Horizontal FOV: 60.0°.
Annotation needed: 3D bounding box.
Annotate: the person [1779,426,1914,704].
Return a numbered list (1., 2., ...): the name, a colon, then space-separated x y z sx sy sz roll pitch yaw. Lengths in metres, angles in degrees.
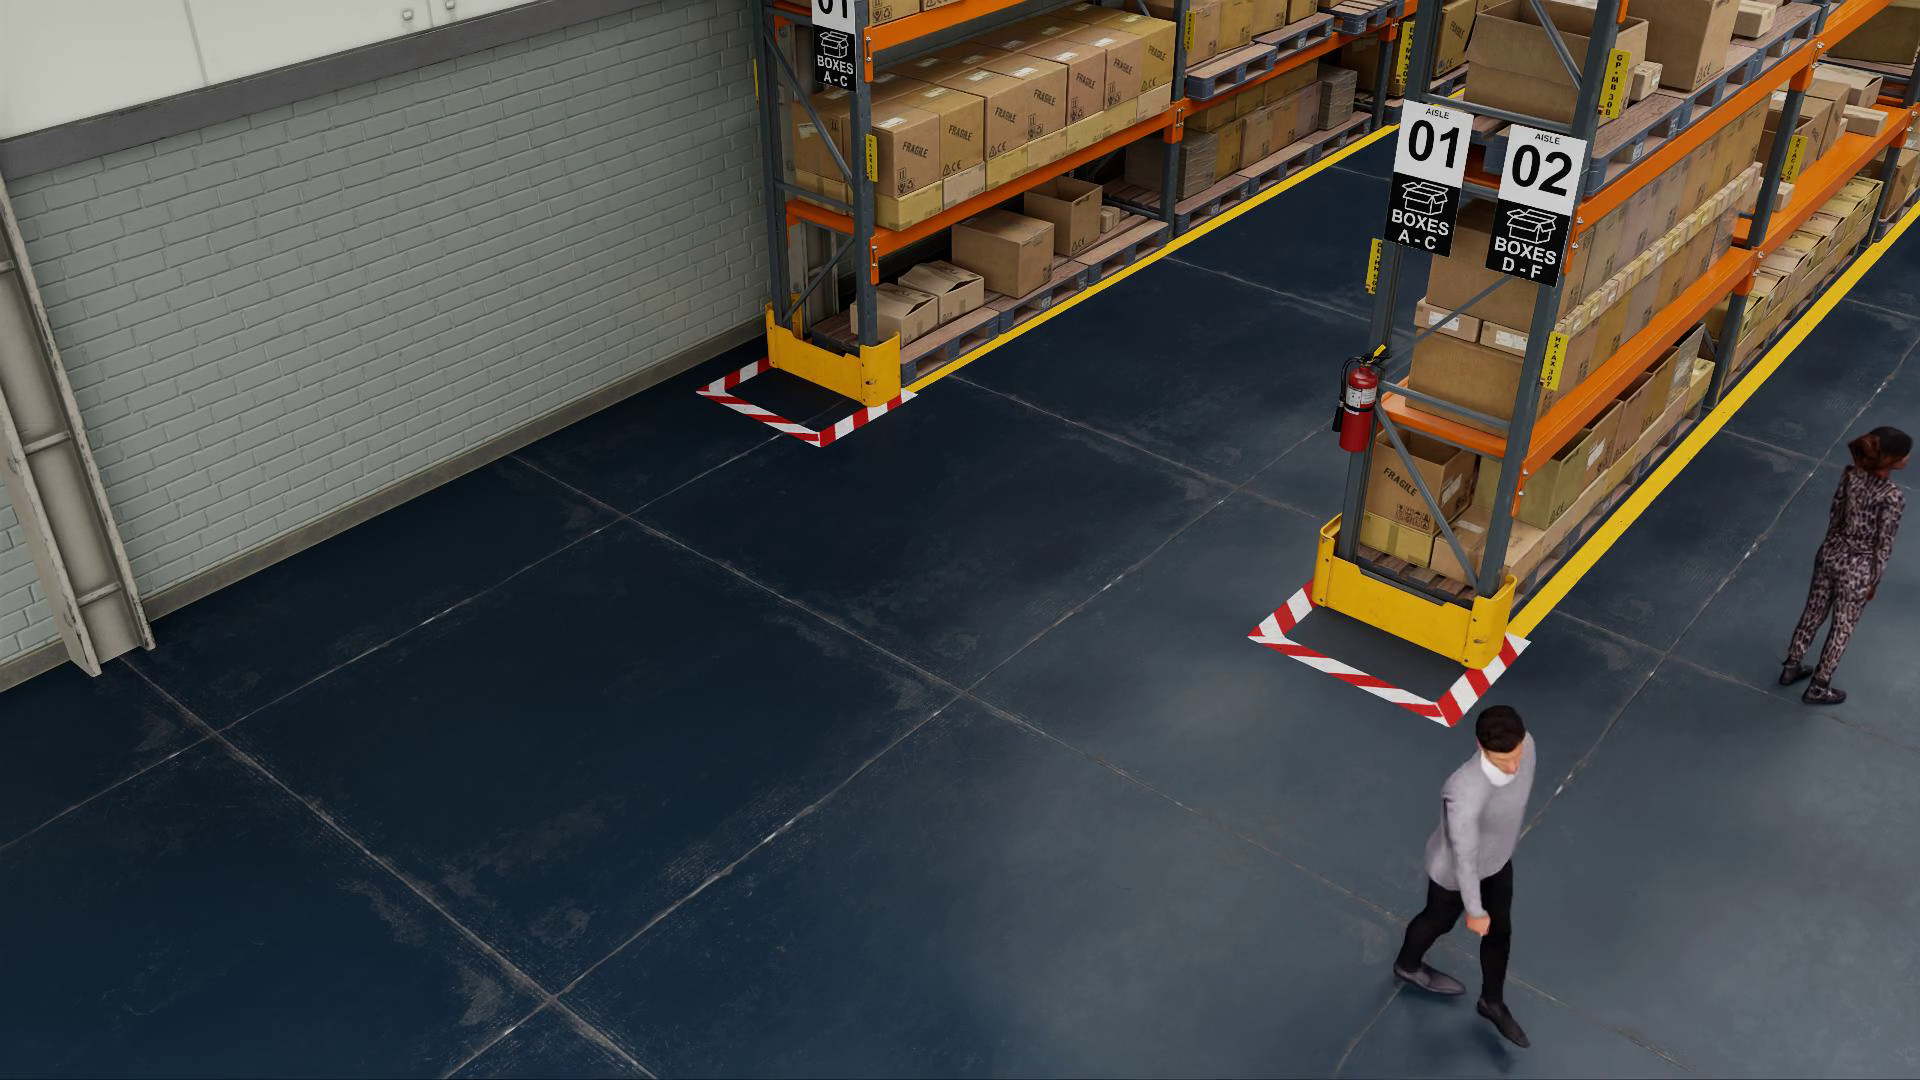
1. person: 4.943 0.139 9.258 0.690 1.715 0.656 -8 34 -12

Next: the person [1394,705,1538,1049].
1. person: 2.191 1.344 7.254 1.004 1.879 0.990 27 41 35
